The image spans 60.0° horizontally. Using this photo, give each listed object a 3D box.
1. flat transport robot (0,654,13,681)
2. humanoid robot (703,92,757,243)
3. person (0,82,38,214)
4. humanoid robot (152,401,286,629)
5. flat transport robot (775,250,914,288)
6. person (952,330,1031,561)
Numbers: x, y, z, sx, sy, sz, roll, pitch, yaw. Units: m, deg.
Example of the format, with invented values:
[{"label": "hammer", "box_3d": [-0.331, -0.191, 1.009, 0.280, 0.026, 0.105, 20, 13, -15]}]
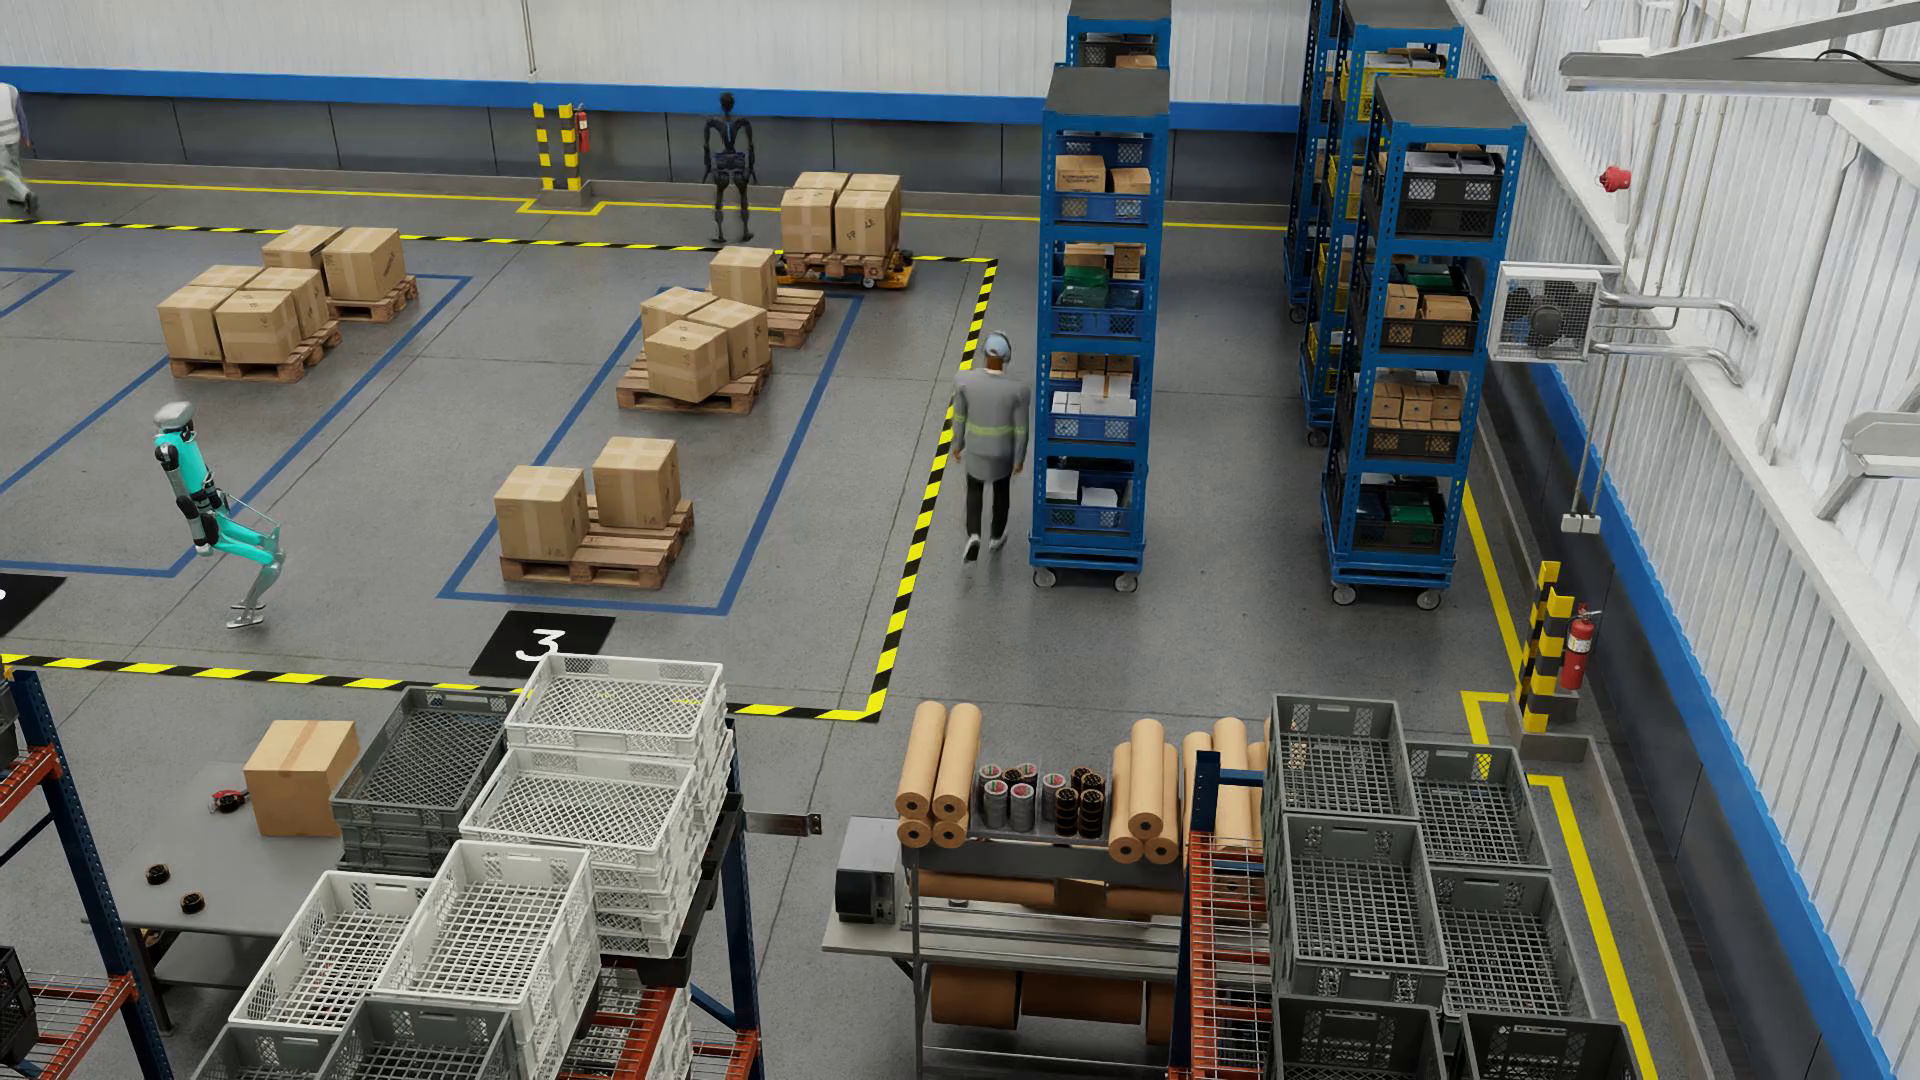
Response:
[{"label": "flat transport robot", "box_3d": [-7.142, 0.969, 11.010, 1.431, 0.231, 0.659, 3, 30, 6]}, {"label": "humanoid robot", "box_3d": [-2.536, -4.081, 18.277, 0.597, 1.640, 0.386, -6, 31, -10]}, {"label": "person", "box_3d": [-10.981, -4.632, 19.099, 0.735, 1.805, 0.595, 15, 34, 24]}, {"label": "humanoid robot", "box_3d": [-4.974, -0.175, 11.386, 0.735, 1.673, 0.533, -5, 31, -8]}, {"label": "flat transport robot", "box_3d": [-1.238, -2.911, 17.646, 1.431, 0.197, 0.652, 3, 30, 6]}, {"label": "person", "box_3d": [0.224, -0.679, 12.286, 0.590, 1.827, 0.609, 4, 30, 7]}]
